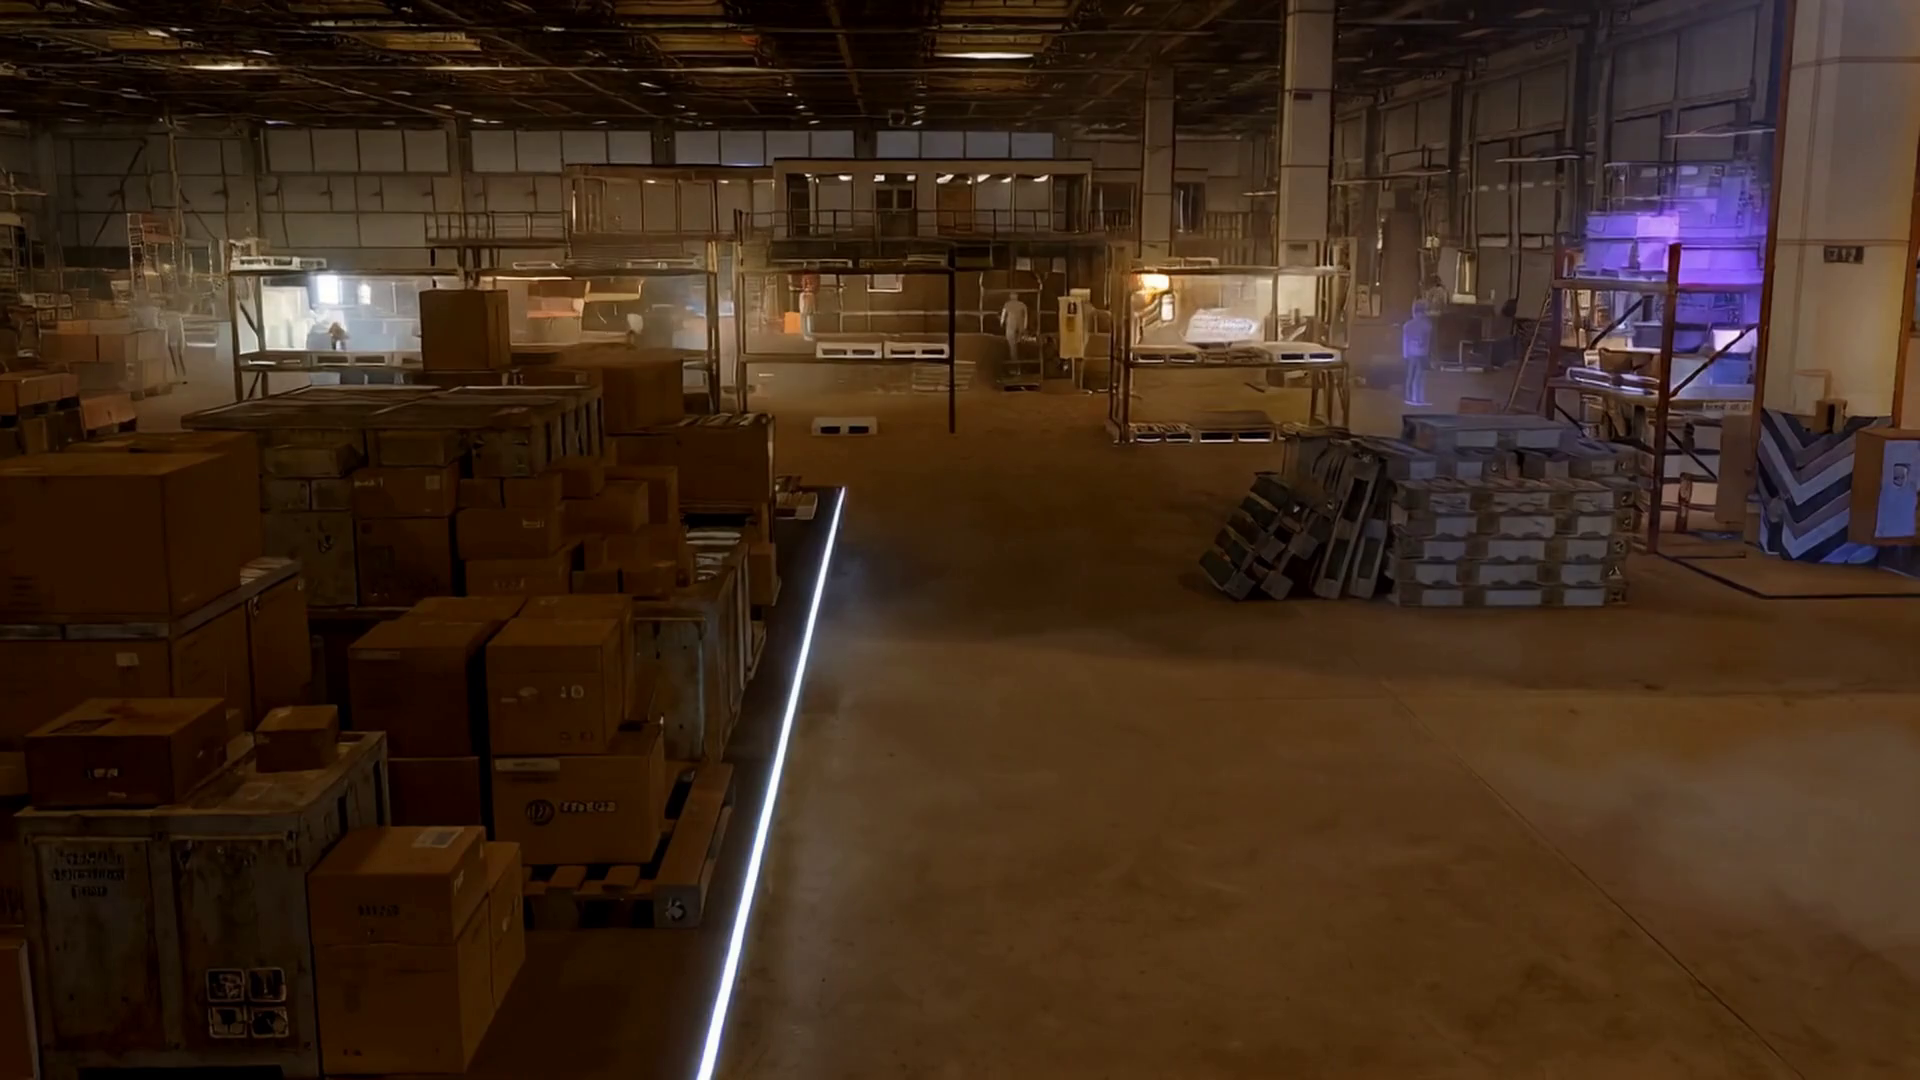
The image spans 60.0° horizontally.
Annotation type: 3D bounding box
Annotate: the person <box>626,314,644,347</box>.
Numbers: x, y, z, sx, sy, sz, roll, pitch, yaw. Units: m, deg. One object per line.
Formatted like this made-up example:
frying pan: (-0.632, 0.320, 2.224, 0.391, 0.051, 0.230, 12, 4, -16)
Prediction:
person: (-5.473, -2.844, 27.707, 0.906, 1.857, 0.584, -4, 11, -21)

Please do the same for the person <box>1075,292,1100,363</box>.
person: (3.111, -5.060, 40.090, 0.503, 1.827, 0.932, 9, 14, 42)

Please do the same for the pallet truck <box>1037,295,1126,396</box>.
pallet truck: (2.483, -3.881, 33.060, 1.885, 1.965, 0.823, -7, 13, -36)

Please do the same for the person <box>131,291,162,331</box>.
person: (-18.284, -4.632, 37.447, 0.628, 1.917, 0.969, -7, 12, -34)

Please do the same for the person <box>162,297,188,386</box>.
person: (-16.609, -4.186, 35.134, 0.328, 1.865, 0.521, 6, 12, 31)

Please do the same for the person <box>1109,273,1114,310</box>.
person: (6.433, -10.467, 70.164, 0.601, 1.844, 0.877, -2, 10, -11)

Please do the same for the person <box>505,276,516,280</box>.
person: (-19.614, -10.909, 72.652, 0.524, 1.834, 0.475, 2, 10, 10)

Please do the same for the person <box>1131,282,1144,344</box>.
person: (5.243, -6.782, 49.703, 0.431, 1.836, 0.631, 7, 12, 35)

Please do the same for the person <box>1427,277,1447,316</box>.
person: (14.660, -7.121, 51.195, 0.626, 1.969, 0.769, 1, 10, 6)

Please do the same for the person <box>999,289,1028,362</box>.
person: (1.204, -4.941, 39.211, 0.655, 1.906, 0.900, -4, 11, -23)

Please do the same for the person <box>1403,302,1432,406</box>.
person: (8.481, -3.440, 30.798, 0.388, 1.926, 0.590, -8, 13, -37)

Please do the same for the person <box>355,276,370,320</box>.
person: (-19.355, -7.595, 53.975, 0.370, 1.915, 0.596, 4, 11, 20)

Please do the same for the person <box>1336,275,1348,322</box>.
person: (14.305, -9.121, 62.544, 0.630, 1.895, 0.994, -1, 10, -4)

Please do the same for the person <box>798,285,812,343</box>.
person: (-4.684, -6.825, 50.169, 0.296, 1.744, 0.484, -8, 13, -37)

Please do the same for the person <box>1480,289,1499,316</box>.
person: (13.651, -5.558, 42.908, 0.656, 1.818, 0.493, -6, 12, -31)

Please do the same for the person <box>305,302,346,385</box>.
person: (-10.679, -2.973, 27.879, 0.686, 2.000, 0.538, 1, 10, 6)

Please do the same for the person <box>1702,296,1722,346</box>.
person: (15.928, -4.237, 35.266, 0.589, 1.918, 0.392, -10, 14, -44)

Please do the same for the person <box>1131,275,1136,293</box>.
person: (6.325, -8.918, 61.290, 0.361, 1.938, 0.545, 2, 10, 12)
